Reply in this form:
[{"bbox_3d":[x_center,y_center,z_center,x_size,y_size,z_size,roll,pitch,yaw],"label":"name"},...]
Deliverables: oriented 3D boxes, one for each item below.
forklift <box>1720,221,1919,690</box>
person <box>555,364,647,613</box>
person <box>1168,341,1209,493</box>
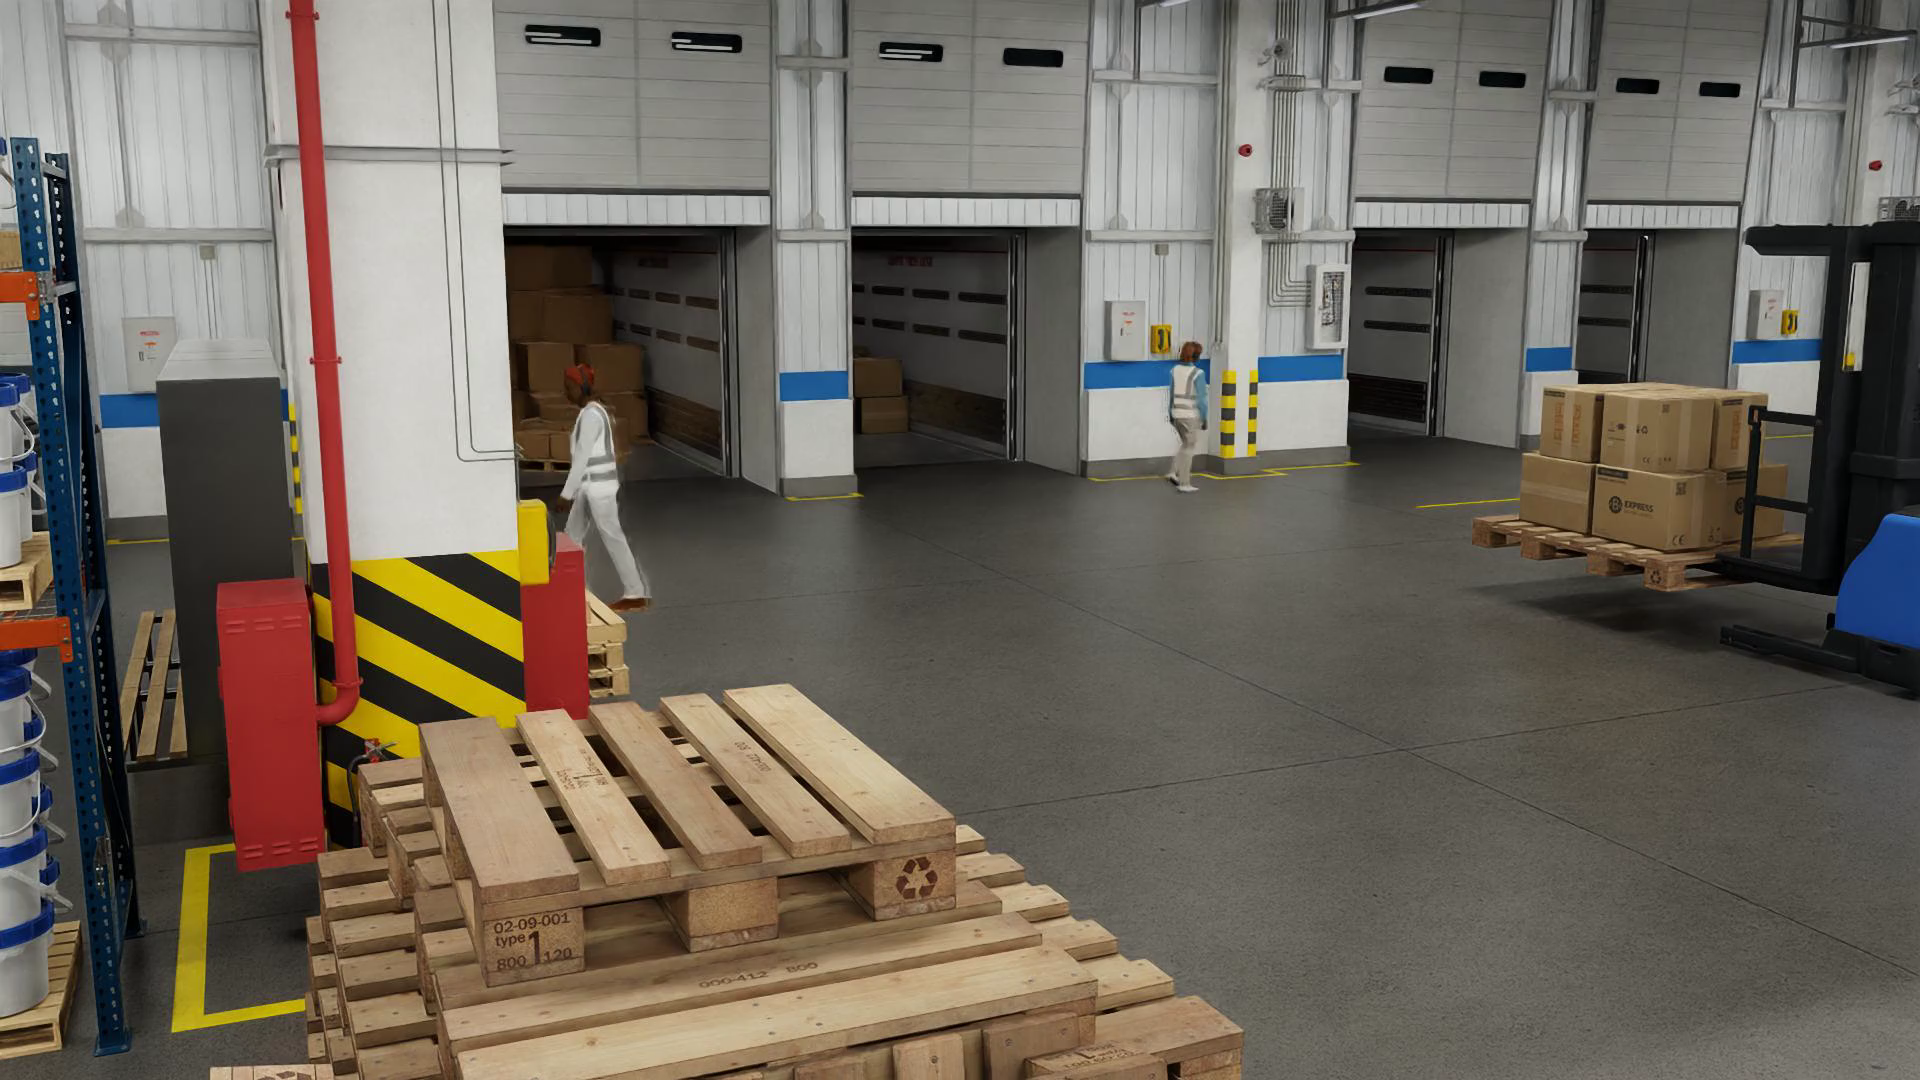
[{"bbox_3d":[5.949,-0.550,10.218,1.129,2.768,1.873,-4,11,-23],"label":"forklift"},{"bbox_3d":[-2.760,-0.352,12.035,0.984,1.825,0.569,-3,11,-16],"label":"person"},{"bbox_3d":[2.466,-1.318,17.888,0.375,1.625,0.546,-6,12,-32],"label":"person"}]
